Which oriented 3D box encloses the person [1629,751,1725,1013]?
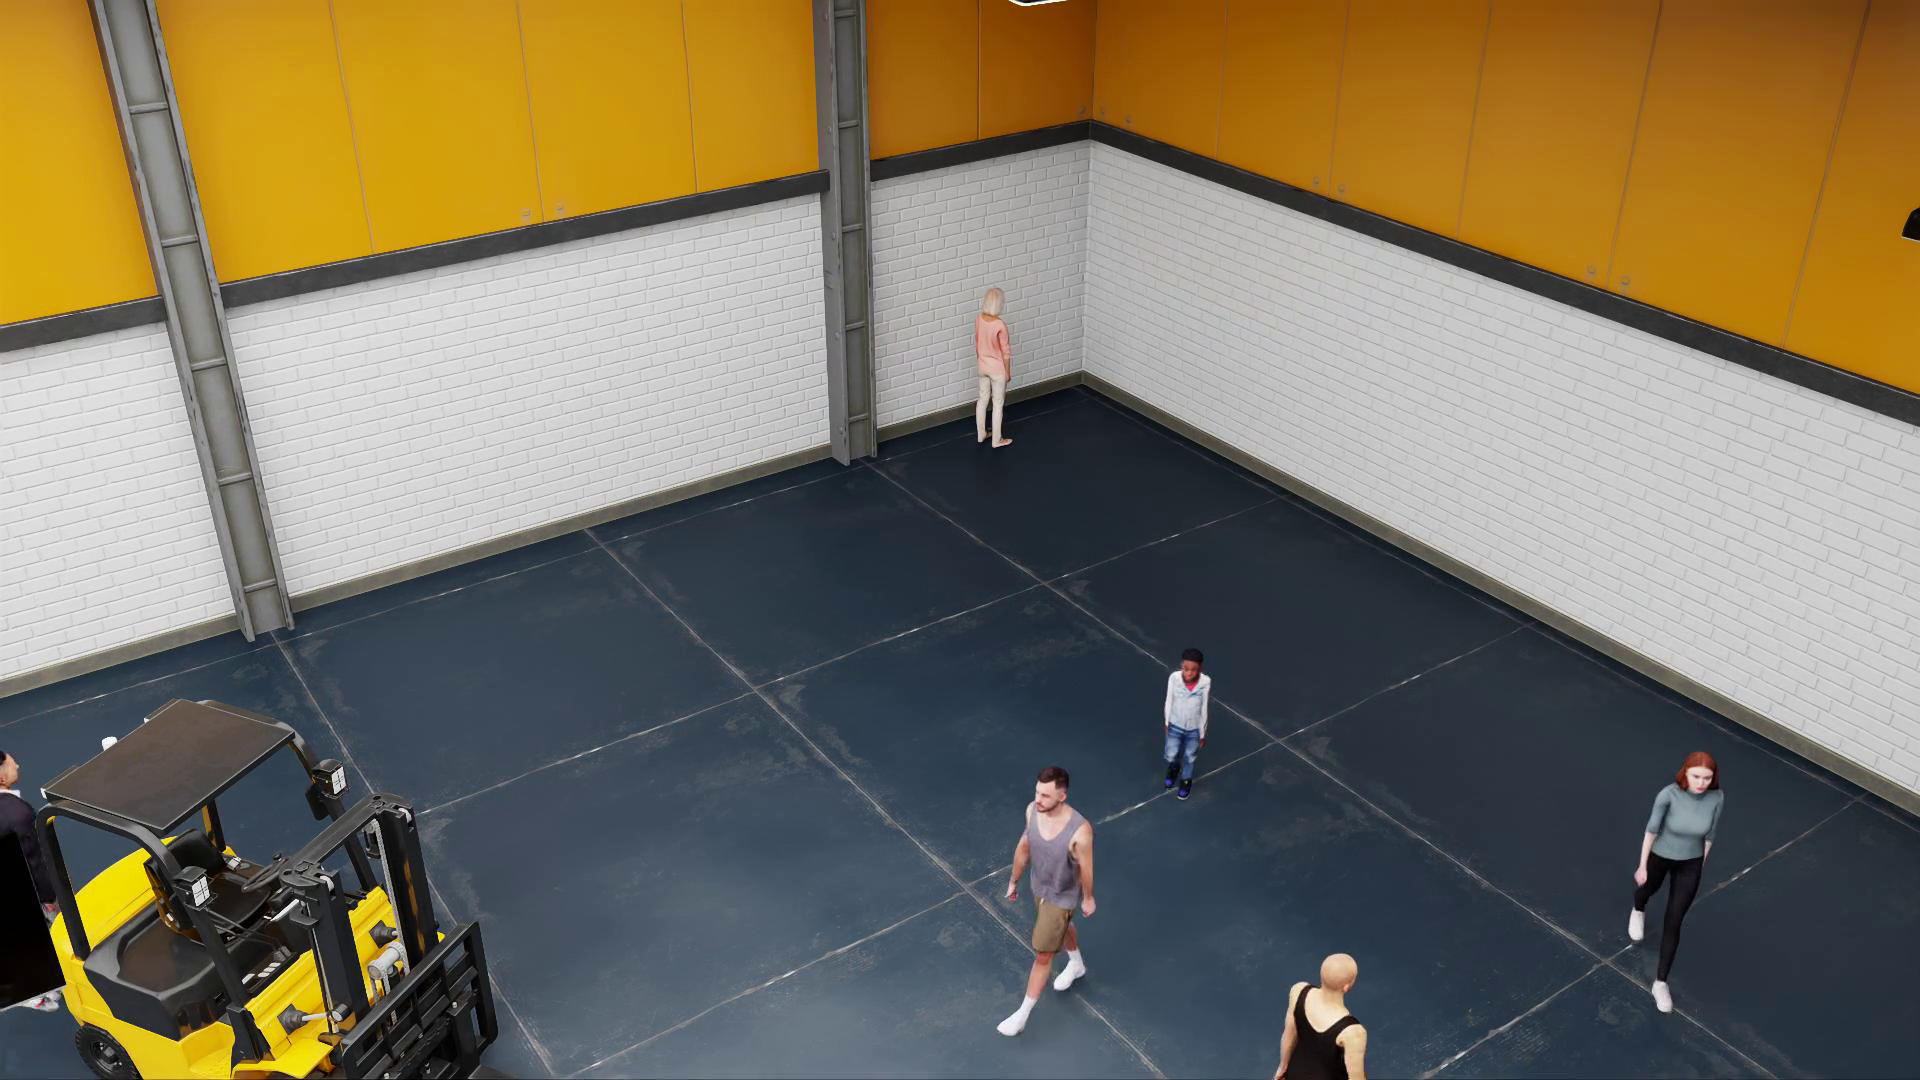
[{"bbox_3d":[4.448,1.991,10.449,1.106,1.690,1.181,6,29,11],"label":"person"}]

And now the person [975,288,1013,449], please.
[{"bbox_3d":[0.338,-1.812,17.384,0.648,1.725,0.593,24,36,36],"label":"person"}]

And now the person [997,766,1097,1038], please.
[{"bbox_3d":[0.632,2.093,10.139,0.775,1.802,1.179,25,37,37],"label":"person"}]

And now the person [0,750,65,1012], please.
[{"bbox_3d":[-5.721,2.086,10.018,0.903,1.937,0.961,12,31,20],"label":"person"}]

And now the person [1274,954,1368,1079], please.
[{"bbox_3d":[1.801,2.893,8.677,0.656,1.804,0.677,-20,35,-33],"label":"person"}]

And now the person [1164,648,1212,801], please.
[{"bbox_3d":[1.673,1.300,12.172,0.582,1.253,0.638,7,29,13],"label":"person"}]
